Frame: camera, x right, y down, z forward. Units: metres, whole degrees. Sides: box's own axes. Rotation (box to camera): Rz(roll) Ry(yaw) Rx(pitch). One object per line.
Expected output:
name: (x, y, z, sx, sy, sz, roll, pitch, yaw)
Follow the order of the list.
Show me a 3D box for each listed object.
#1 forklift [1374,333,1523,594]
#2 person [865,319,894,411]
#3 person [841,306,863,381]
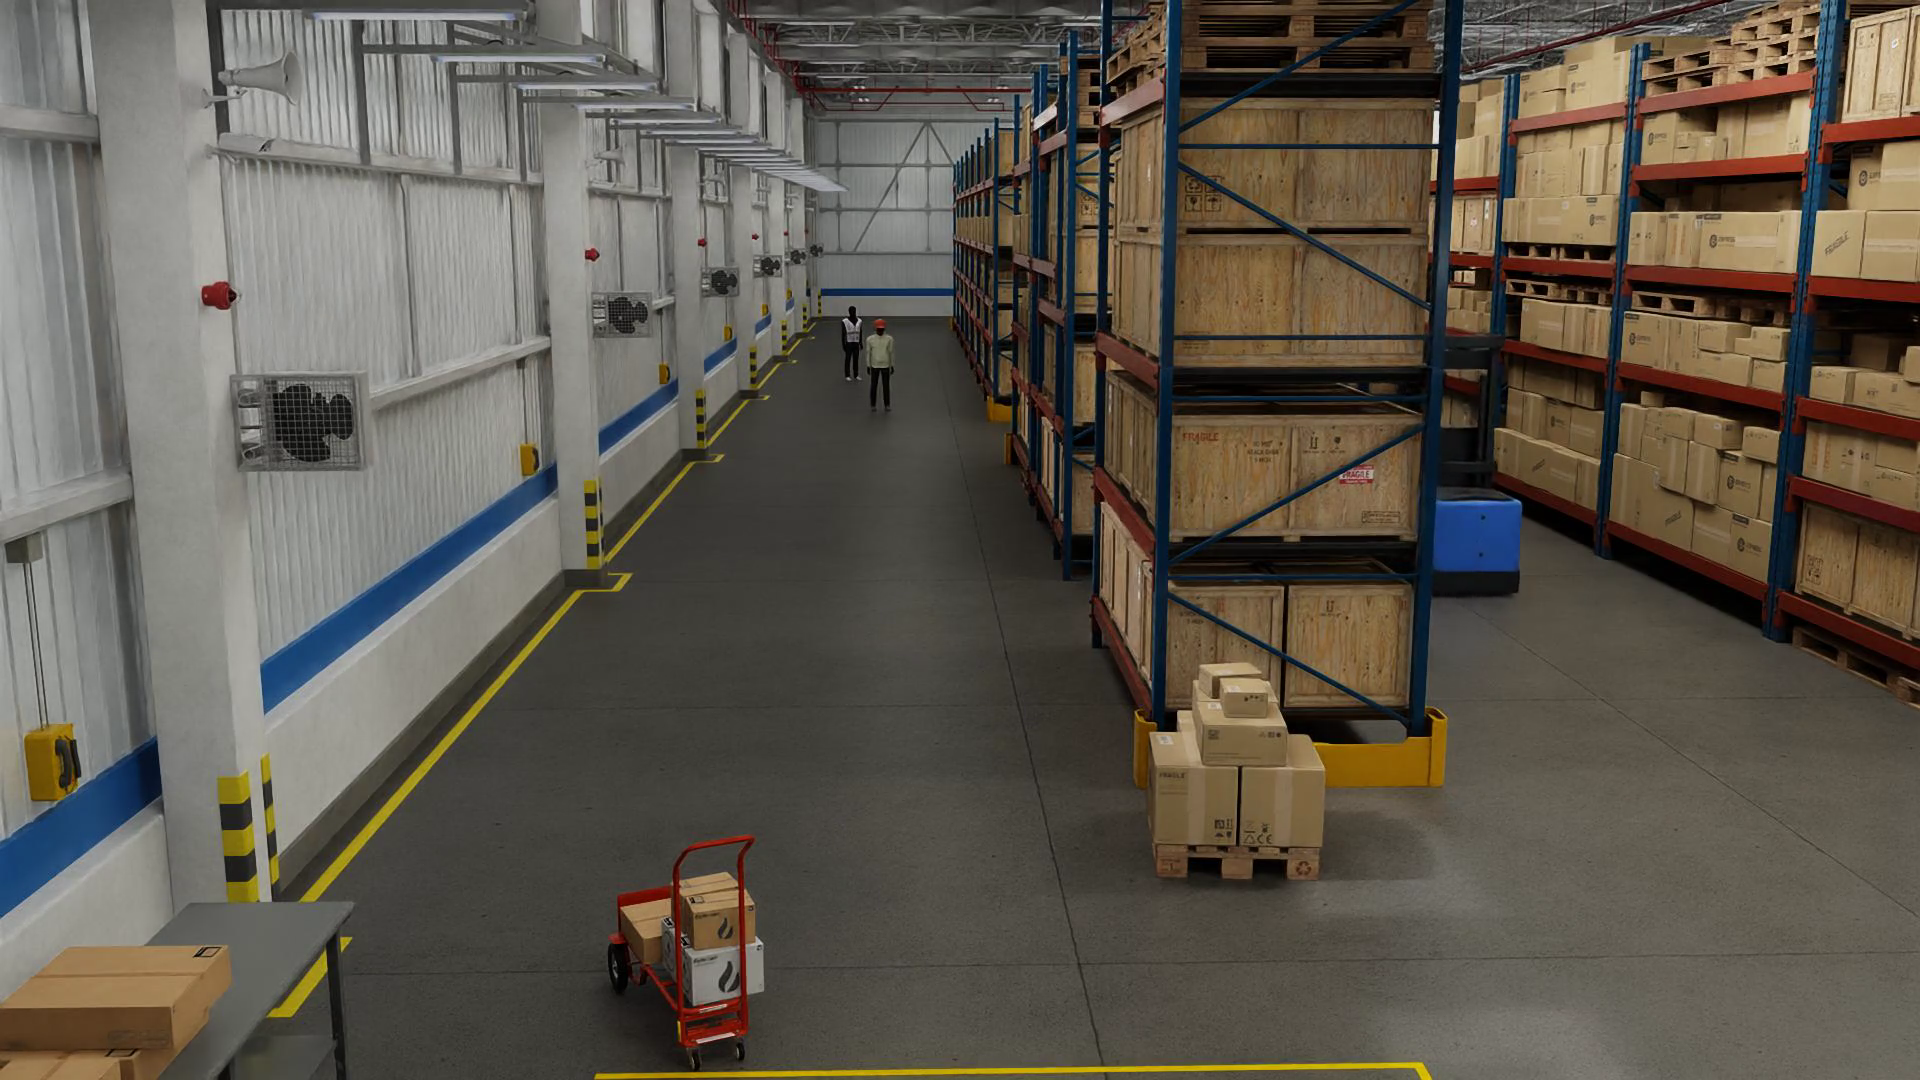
forklift: (5.515, -0.915, 18.612, 1.129, 2.768, 1.873, 0, 11, -2)
person: (-1.716, -3.746, 35.684, 0.618, 1.986, 0.409, -3, 11, -13)
person: (-2.771, -5.026, 42.543, 0.589, 1.911, 0.387, -8, 13, -36)
